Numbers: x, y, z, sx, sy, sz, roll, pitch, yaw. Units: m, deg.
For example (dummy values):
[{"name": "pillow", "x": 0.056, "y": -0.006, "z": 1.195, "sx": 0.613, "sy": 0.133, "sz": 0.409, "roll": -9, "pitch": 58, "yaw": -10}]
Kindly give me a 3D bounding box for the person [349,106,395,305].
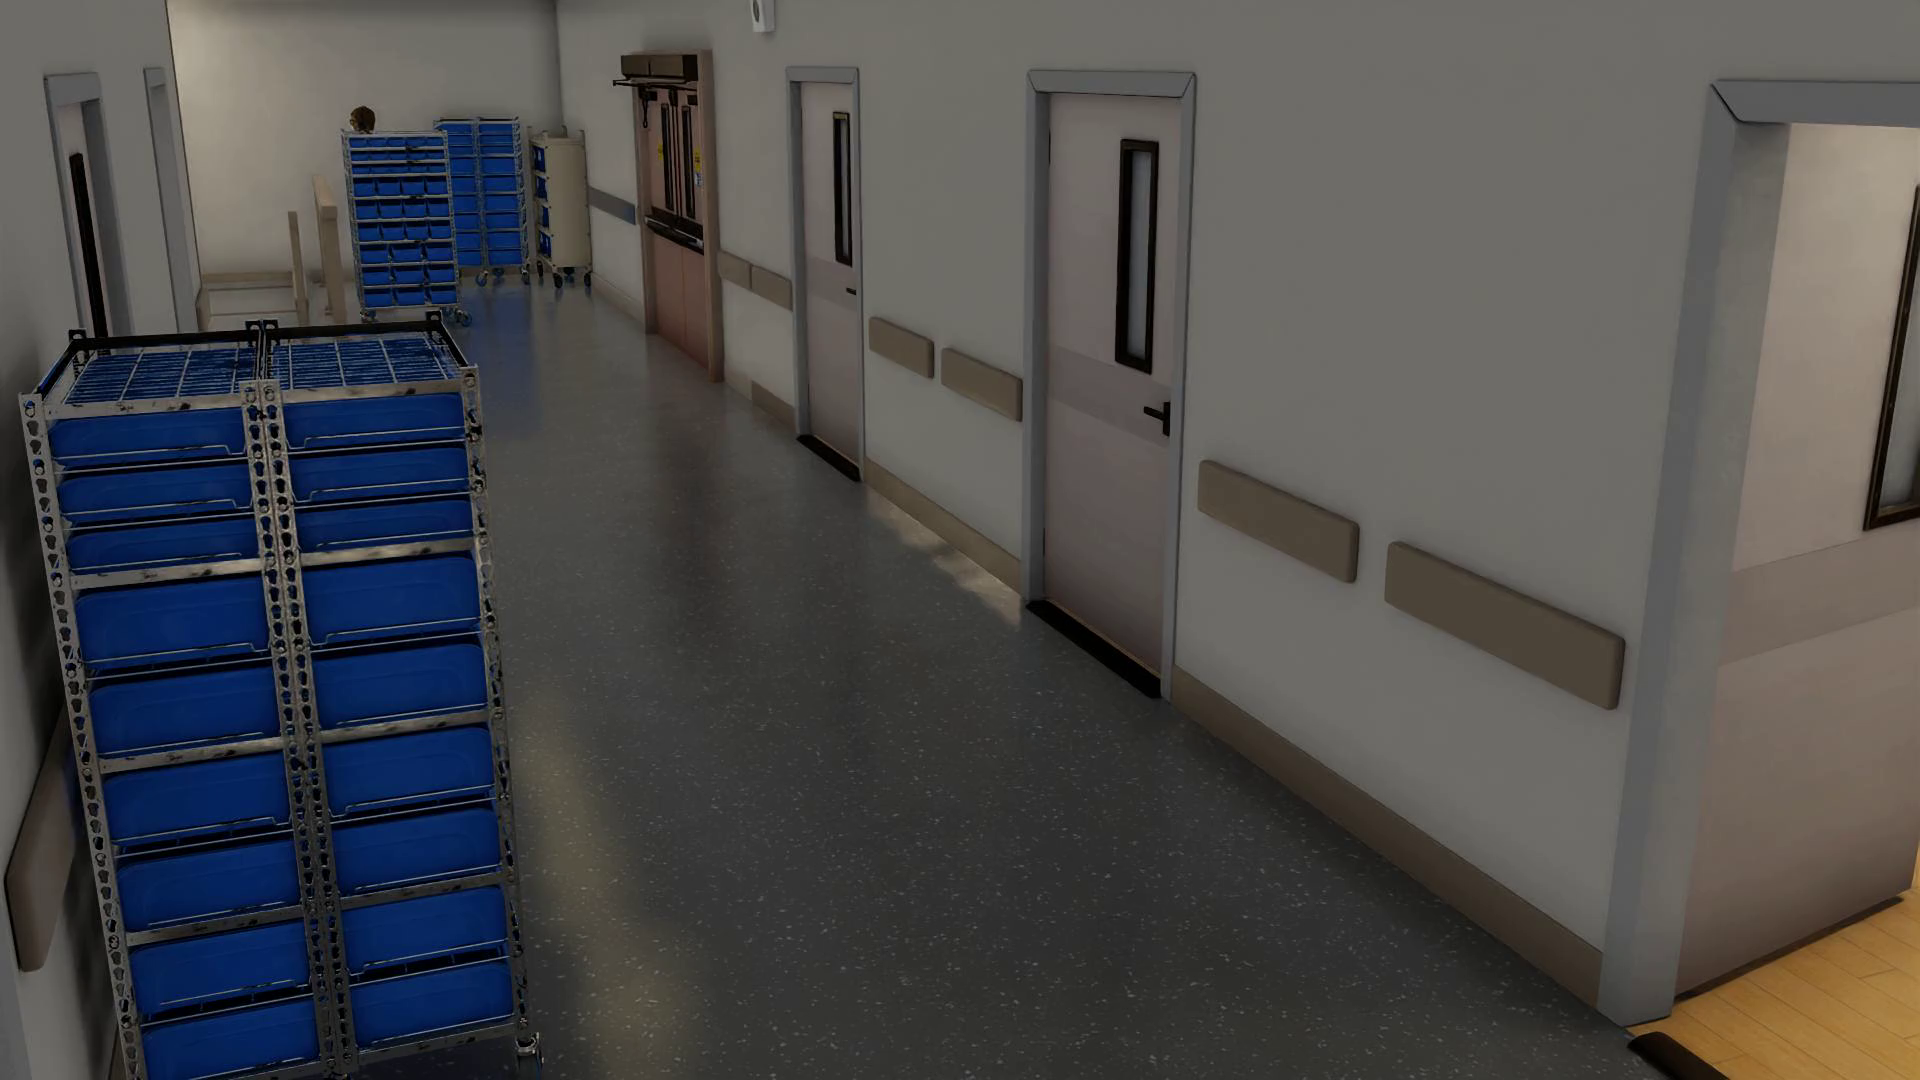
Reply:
[{"name": "person", "x": -5.783, "y": -3.277, "z": 16.378, "sx": 0.372, "sy": 1.940, "sz": 0.631, "roll": -2, "pitch": 16, "yaw": -8}]
